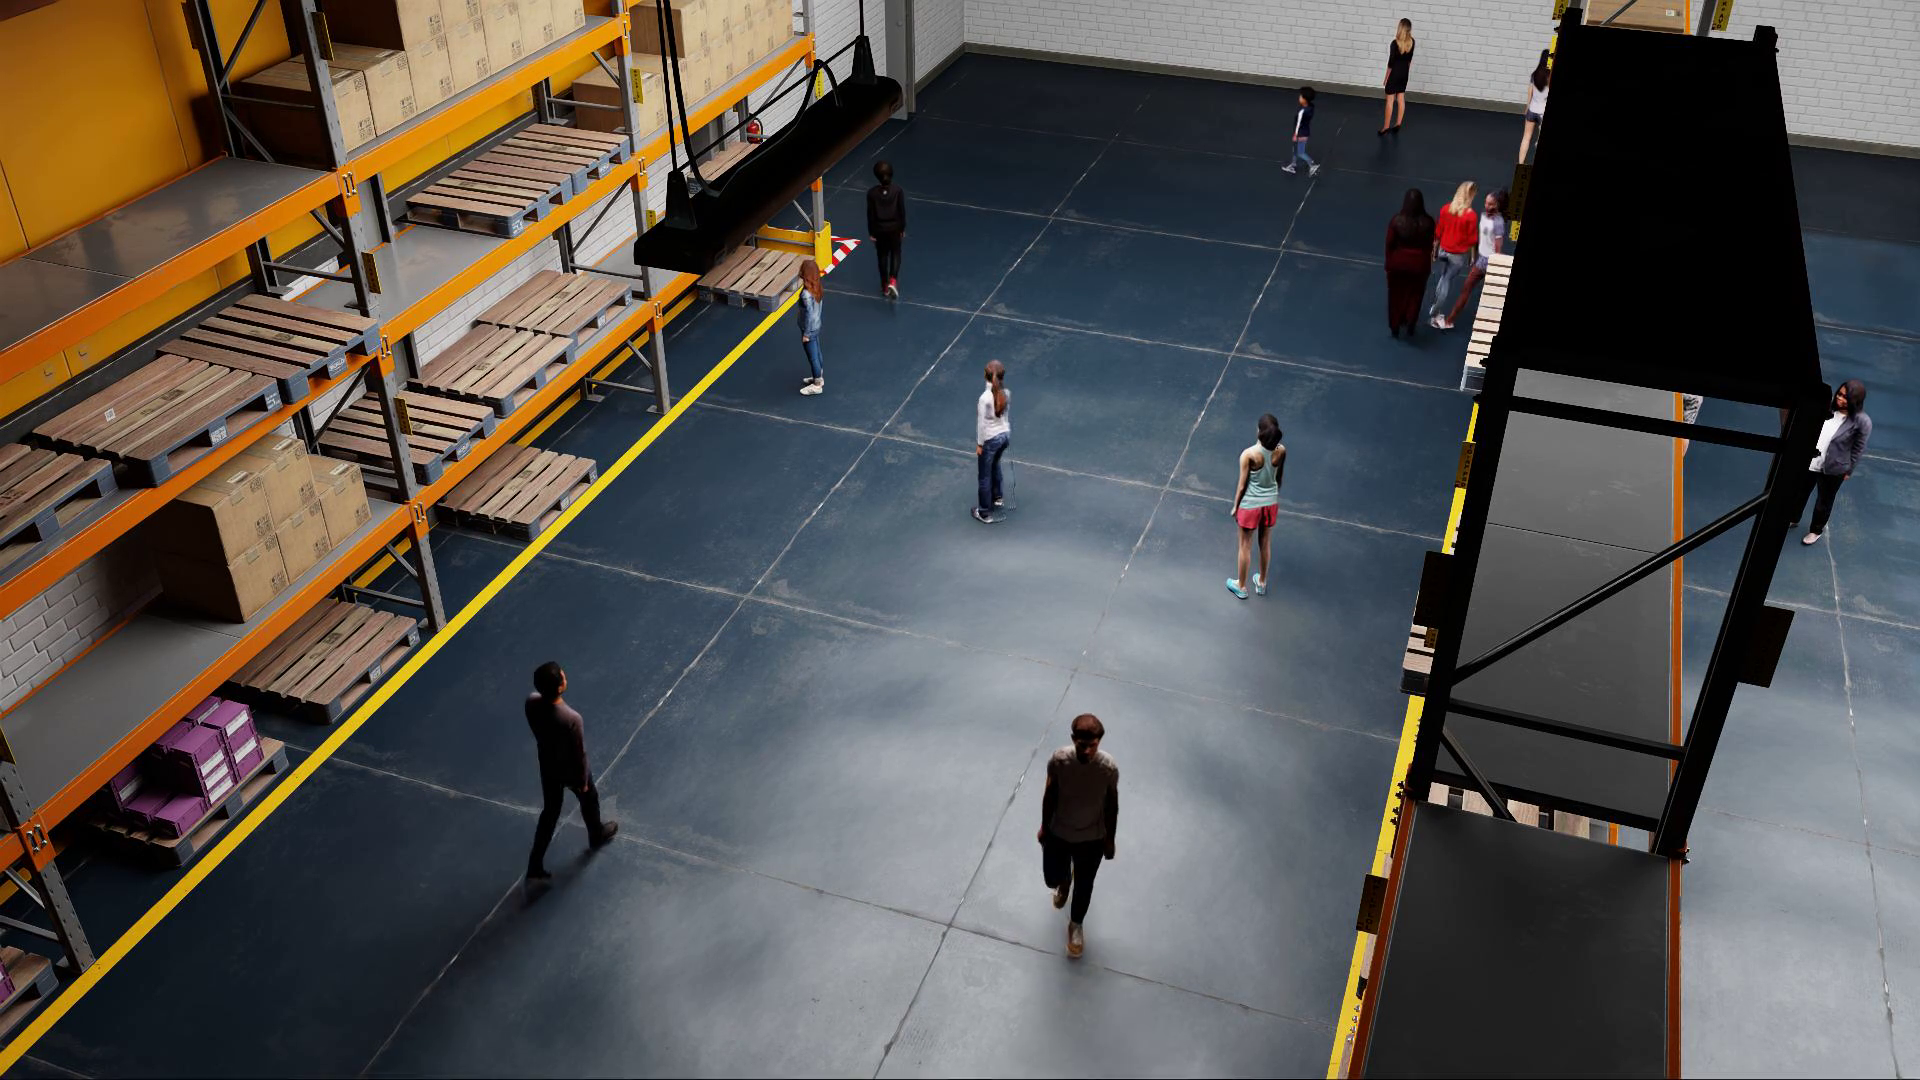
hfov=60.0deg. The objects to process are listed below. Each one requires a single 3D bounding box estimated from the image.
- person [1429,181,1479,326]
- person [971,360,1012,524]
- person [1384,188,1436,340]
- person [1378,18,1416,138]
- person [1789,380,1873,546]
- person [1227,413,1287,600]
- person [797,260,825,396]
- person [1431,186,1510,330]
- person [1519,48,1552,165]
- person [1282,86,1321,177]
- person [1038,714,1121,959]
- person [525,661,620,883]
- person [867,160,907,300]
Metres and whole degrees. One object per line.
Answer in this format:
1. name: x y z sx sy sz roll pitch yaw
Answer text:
1. person: 5.428 -3.143 18.485 0.733 1.687 0.720 -27 42 -34
2. person: 0.352 -0.904 15.253 0.748 1.536 0.666 26 42 34
3. person: 4.881 -2.947 18.144 0.745 1.738 0.790 9 35 13
4. person: 6.229 -6.588 23.677 0.596 1.677 0.659 -15 36 -21
5. person: 7.769 -0.714 14.913 0.846 1.597 0.799 -19 38 -26
6. person: 2.529 -0.297 14.133 0.706 1.765 0.750 -10 35 -14
7. person: -1.548 -2.223 17.291 0.684 1.476 0.520 3 34 4
8. person: 5.906 -3.054 18.357 1.019 1.680 1.216 -1 34 -1
9. person: 7.829 -5.789 22.448 0.677 1.707 0.673 -27 42 -34
10. person: 4.666 -5.506 22.473 0.617 1.209 0.709 16 37 22
11. person: 0.765 1.835 10.819 0.756 1.883 0.887 5 34 8
12. person: -2.773 1.595 11.310 1.124 1.740 0.750 12 35 17
13. person: -0.825 -3.529 19.091 0.815 1.660 0.977 -3 34 -4
